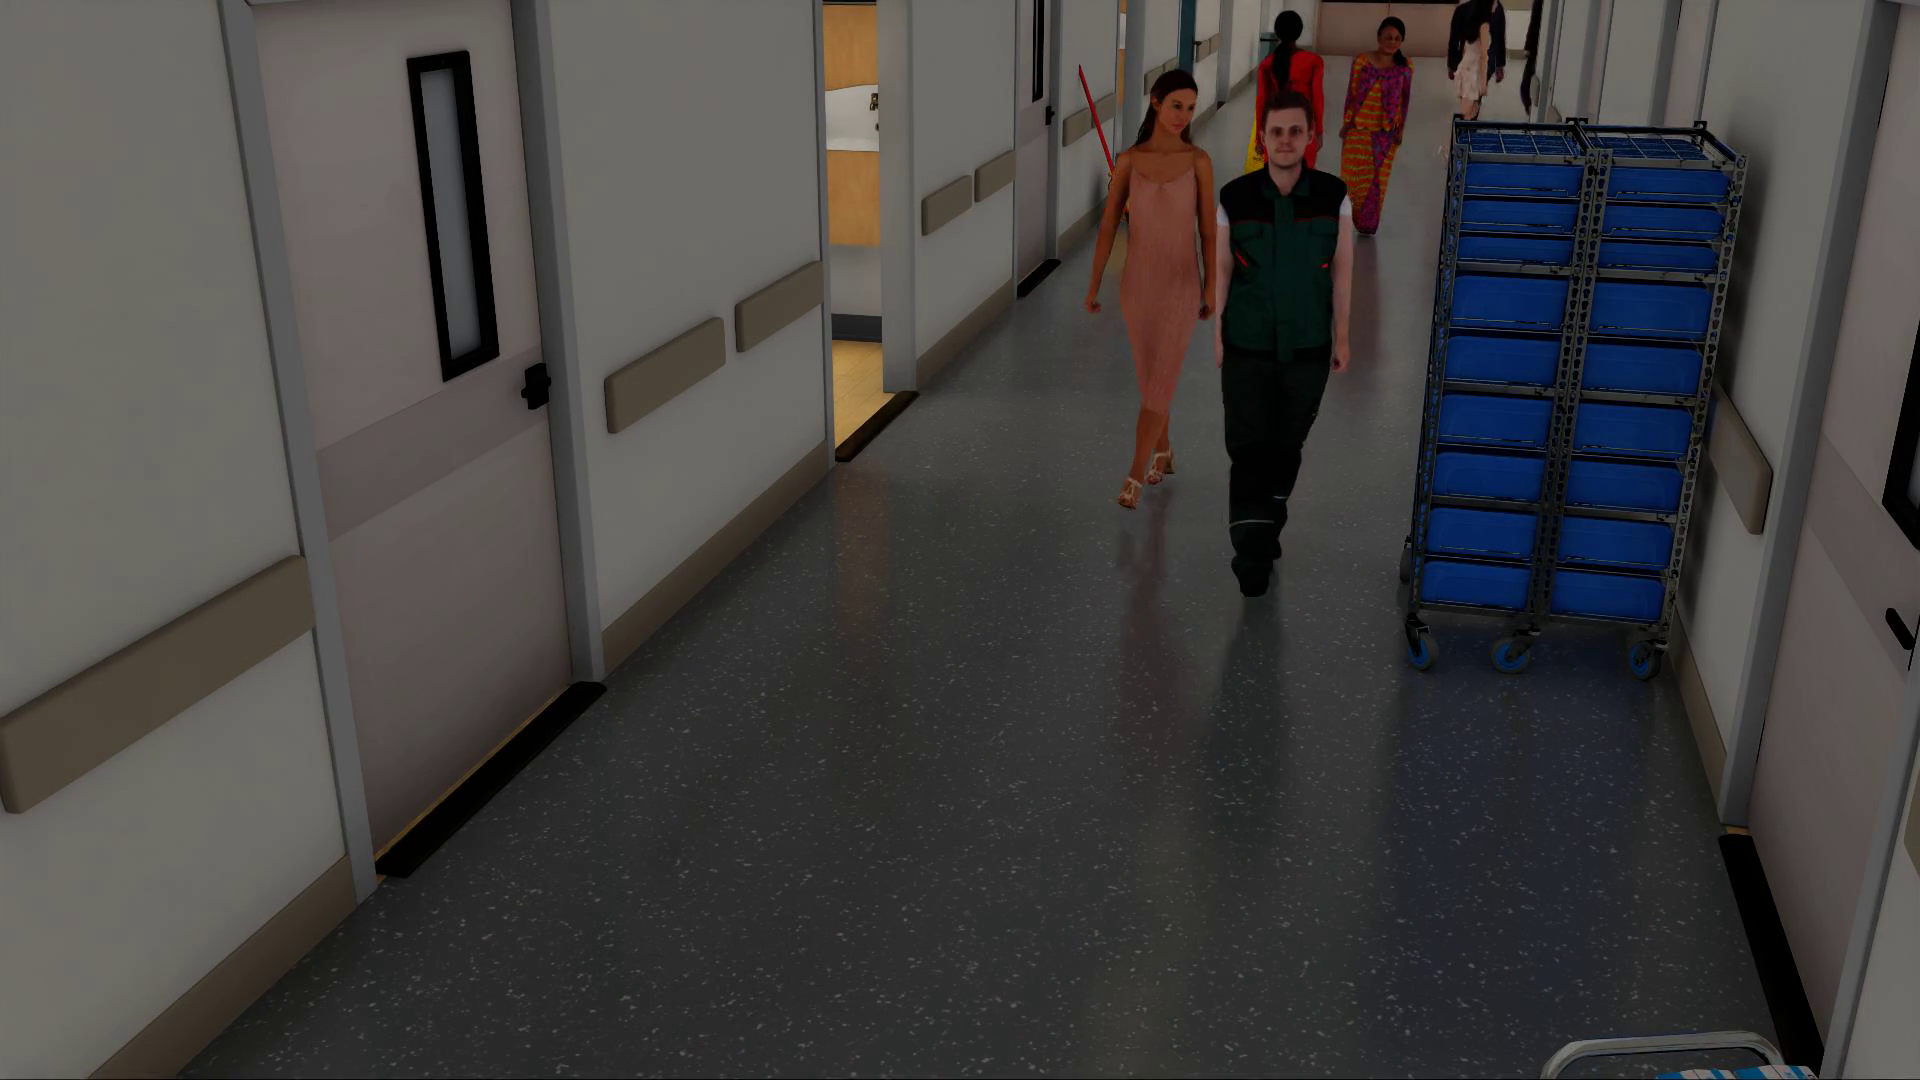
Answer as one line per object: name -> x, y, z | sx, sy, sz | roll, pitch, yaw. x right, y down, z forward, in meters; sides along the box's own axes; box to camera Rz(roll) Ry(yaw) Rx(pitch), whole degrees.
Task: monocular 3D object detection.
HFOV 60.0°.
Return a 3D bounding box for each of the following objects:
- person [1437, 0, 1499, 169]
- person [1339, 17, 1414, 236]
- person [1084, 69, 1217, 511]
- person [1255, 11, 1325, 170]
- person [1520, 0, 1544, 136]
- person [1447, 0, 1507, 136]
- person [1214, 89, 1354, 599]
person -> 4.909, -4.497, 16.269 | 0.725, 1.714, 0.648 | -1, 21, -3
person -> 3.241, -3.241, 13.017 | 0.728, 1.654, 0.819 | 5, 21, 12
person -> 0.882, -1.051, 7.060 | 0.752, 1.792, 1.056 | 9, 22, 22
person -> 2.285, -2.729, 11.539 | 0.658, 1.759, 0.718 | 4, 21, 11
person -> 6.358, -5.217, 17.940 | 0.874, 1.878, 0.995 | 14, 25, 33
person -> 5.223, -4.739, 16.826 | 0.957, 1.772, 1.304 | 0, 21, 0
person -> 1.183, -0.722, 6.191 | 0.804, 1.793, 1.144 | 1, 21, 2
